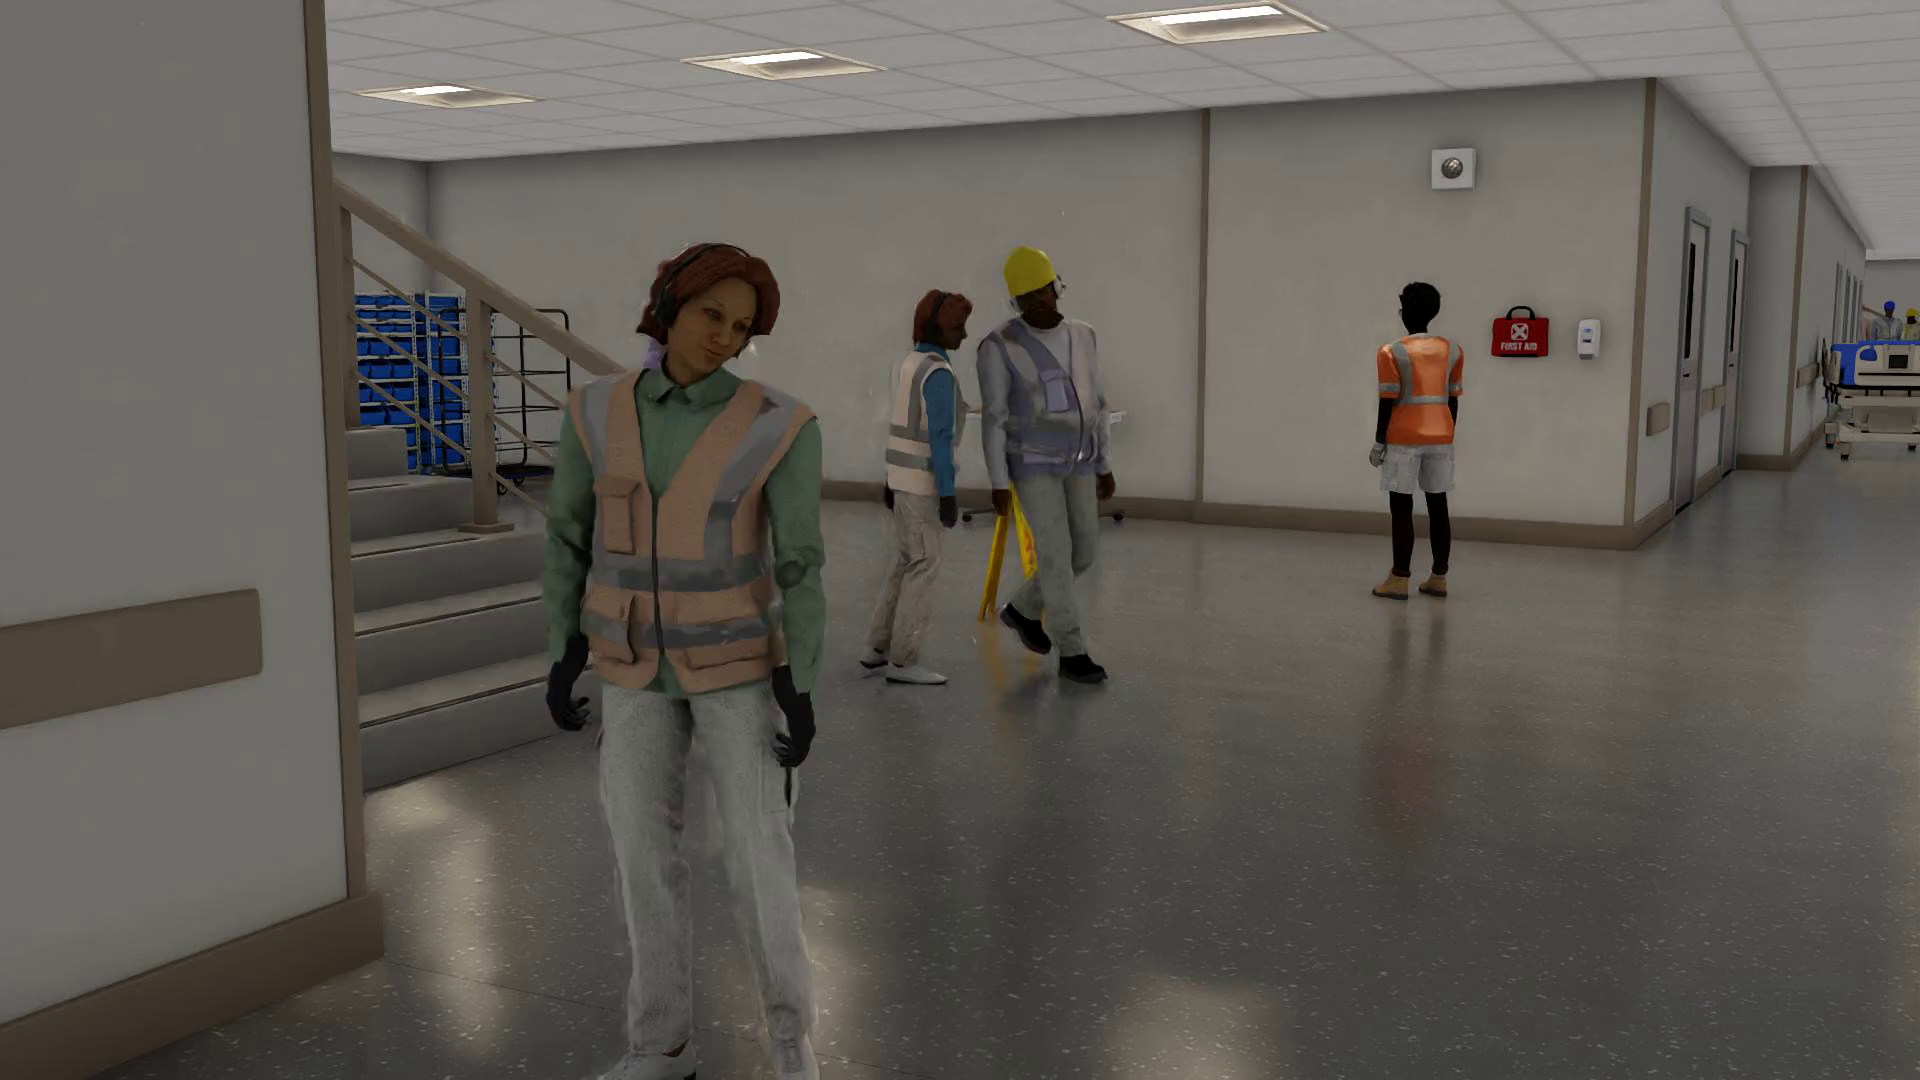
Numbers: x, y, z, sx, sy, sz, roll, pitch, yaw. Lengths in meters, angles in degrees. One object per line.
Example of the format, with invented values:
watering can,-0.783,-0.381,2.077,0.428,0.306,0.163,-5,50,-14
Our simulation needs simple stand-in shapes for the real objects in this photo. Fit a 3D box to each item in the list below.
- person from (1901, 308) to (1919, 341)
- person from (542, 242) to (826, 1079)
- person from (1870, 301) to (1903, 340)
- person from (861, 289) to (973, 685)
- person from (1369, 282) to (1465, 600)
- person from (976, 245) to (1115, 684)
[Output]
person,20.722,-4.137,36.246,0.404,1.823,0.591,-3,8,-24
person,-0.499,0.269,3.118,0.561,1.618,0.346,2,8,16
person,19.262,-3.990,34.599,0.602,1.949,0.393,1,8,11
person,-0.165,-0.207,6.776,0.411,1.609,0.596,-2,8,-15
person,2.437,-0.524,8.895,0.530,1.697,0.321,-3,8,-19
person,0.370,-0.320,6.918,0.604,1.800,0.578,-6,9,-38
